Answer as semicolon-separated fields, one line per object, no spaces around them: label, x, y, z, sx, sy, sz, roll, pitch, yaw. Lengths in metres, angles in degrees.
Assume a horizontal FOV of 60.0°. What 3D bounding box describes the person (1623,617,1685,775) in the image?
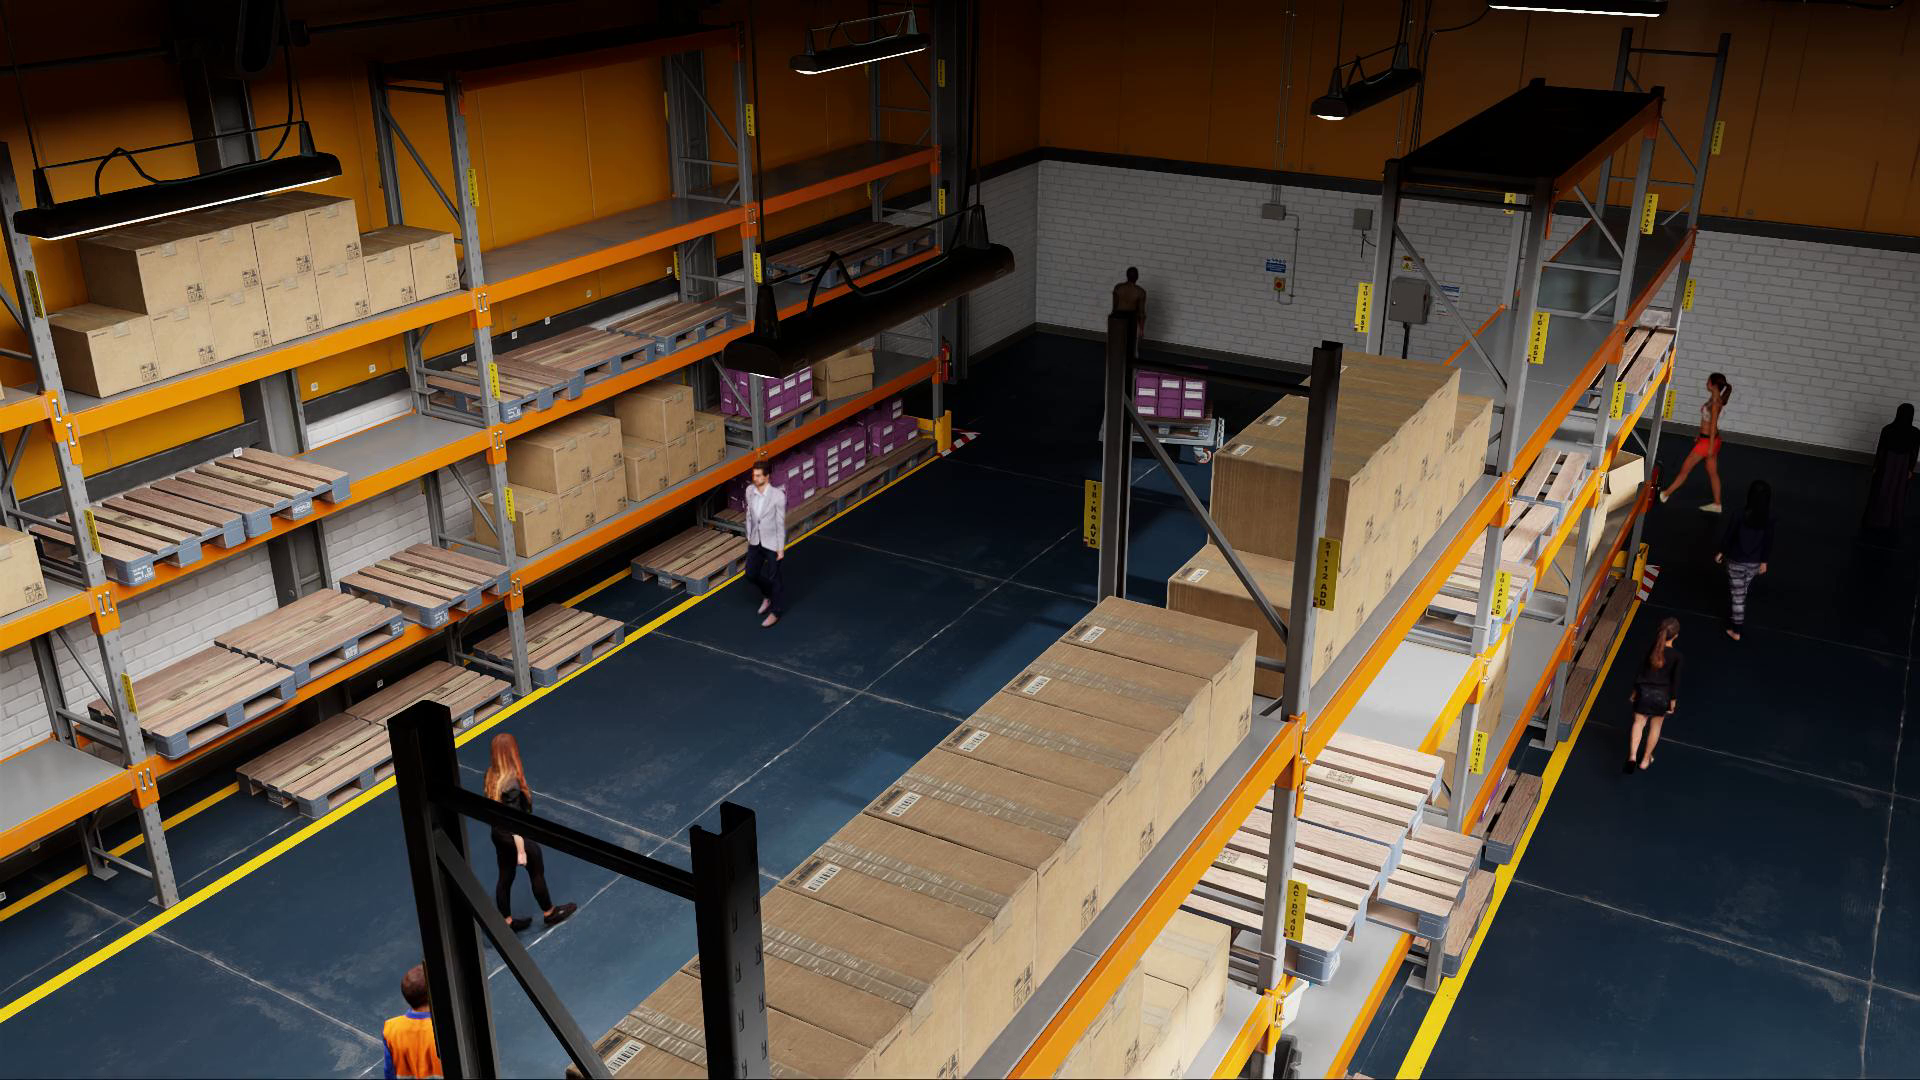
person;6.141;1.404;14.761;0.556;1.541;0.840;14;27;30

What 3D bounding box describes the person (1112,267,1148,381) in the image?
person;2.477;-3.200;24.957;0.789;1.811;1.021;10;26;22

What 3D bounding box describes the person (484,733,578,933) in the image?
person;-3.467;2.273;12.580;0.914;1.697;0.779;-20;31;-38

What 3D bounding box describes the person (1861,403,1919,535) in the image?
person;11.161;-0.875;19.885;0.576;1.614;0.564;13;27;27

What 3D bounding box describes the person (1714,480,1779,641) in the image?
person;8.163;0.233;17.226;0.838;1.714;0.955;0;24;0

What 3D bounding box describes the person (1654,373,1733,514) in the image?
person;9.239;-1.148;20.335;0.661;1.753;1.029;13;27;27

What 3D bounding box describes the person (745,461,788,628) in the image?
person;-1.983;-0.001;17.603;0.675;1.840;0.671;13;27;27

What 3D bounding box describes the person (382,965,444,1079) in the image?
person;-3.126;3.342;9.930;0.794;1.861;0.807;-1;24;-3
